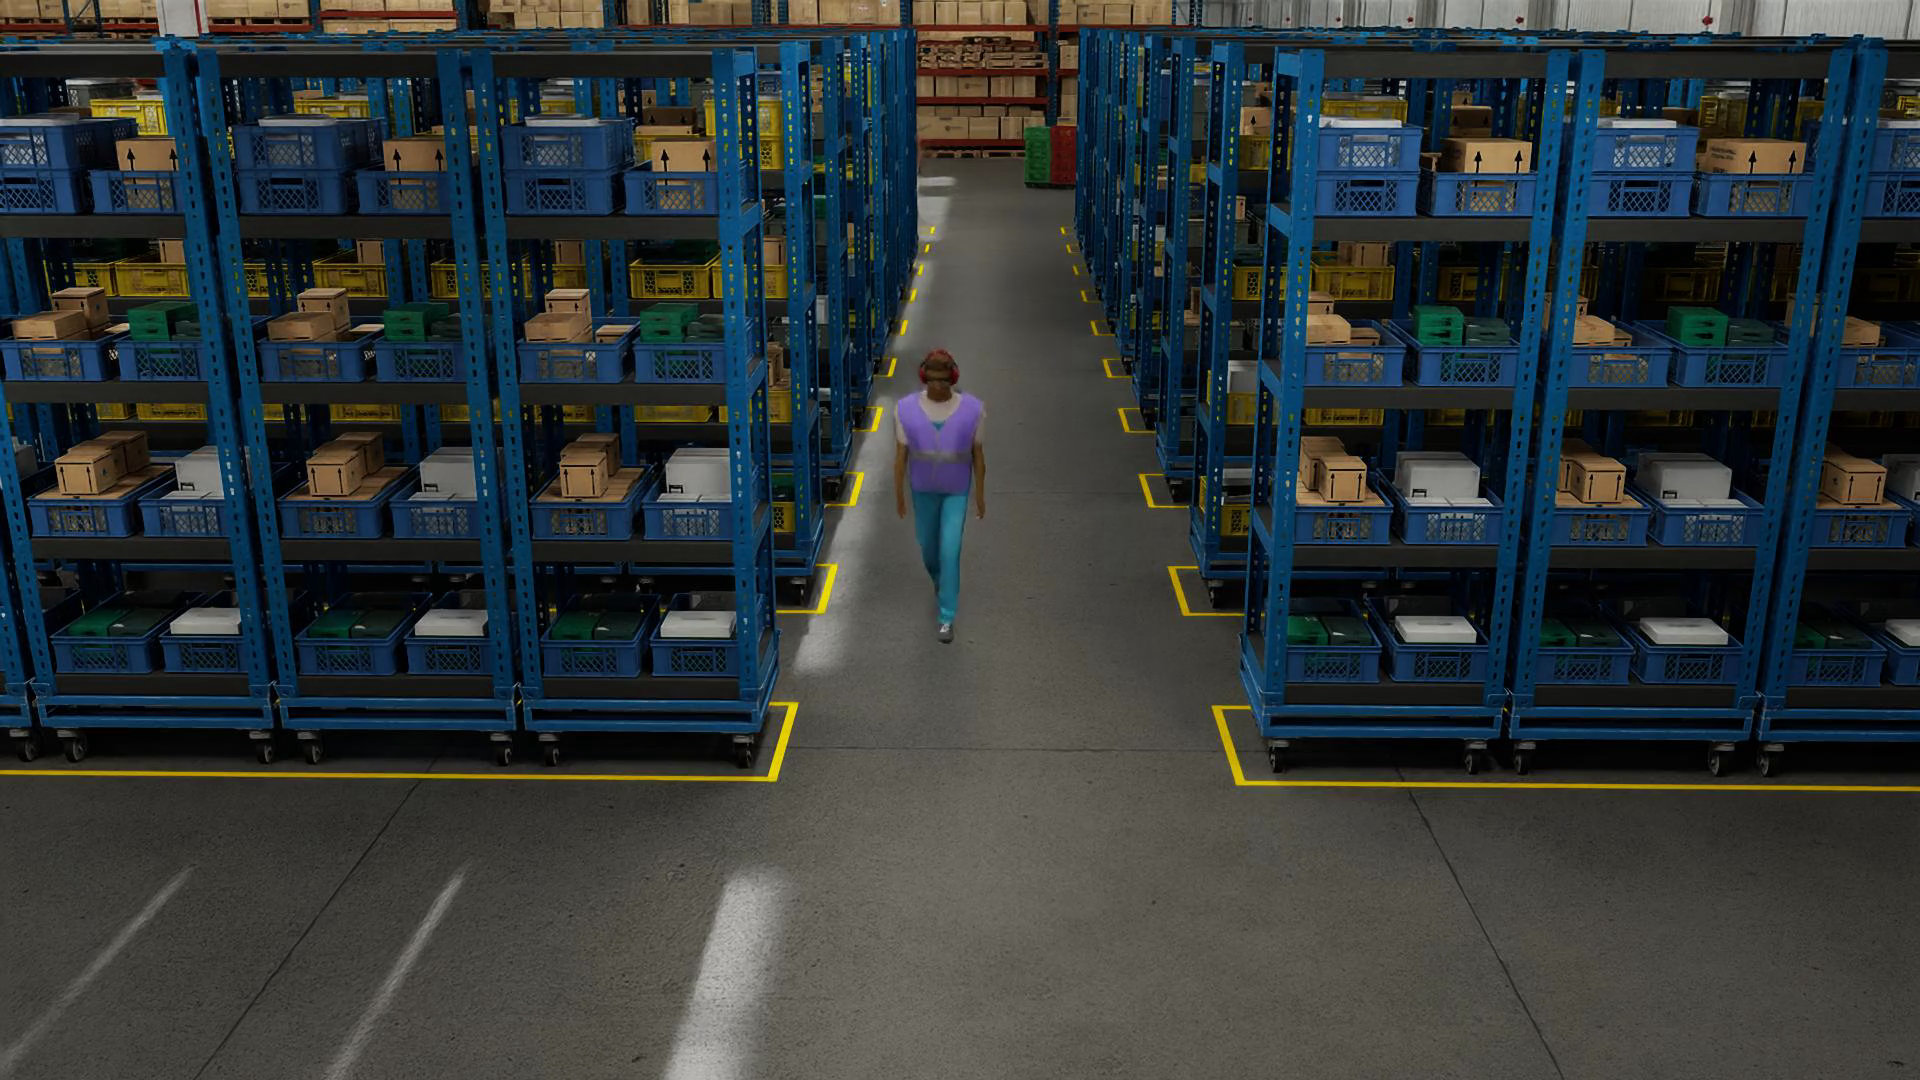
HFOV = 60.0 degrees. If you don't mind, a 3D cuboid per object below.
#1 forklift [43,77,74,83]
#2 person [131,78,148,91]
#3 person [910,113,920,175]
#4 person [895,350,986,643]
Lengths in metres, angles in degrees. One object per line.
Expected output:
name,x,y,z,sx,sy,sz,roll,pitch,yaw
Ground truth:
forklift,-24.194,-11.649,44.763,1.129,2.768,1.873,-10,20,-28
person,-26.823,-14.172,54.488,0.734,1.859,0.809,-7,19,-22
person,-1.099,-7.413,32.794,0.685,1.957,0.765,6,18,19
person,-0.118,-0.333,10.480,0.570,1.805,0.848,2,17,5
